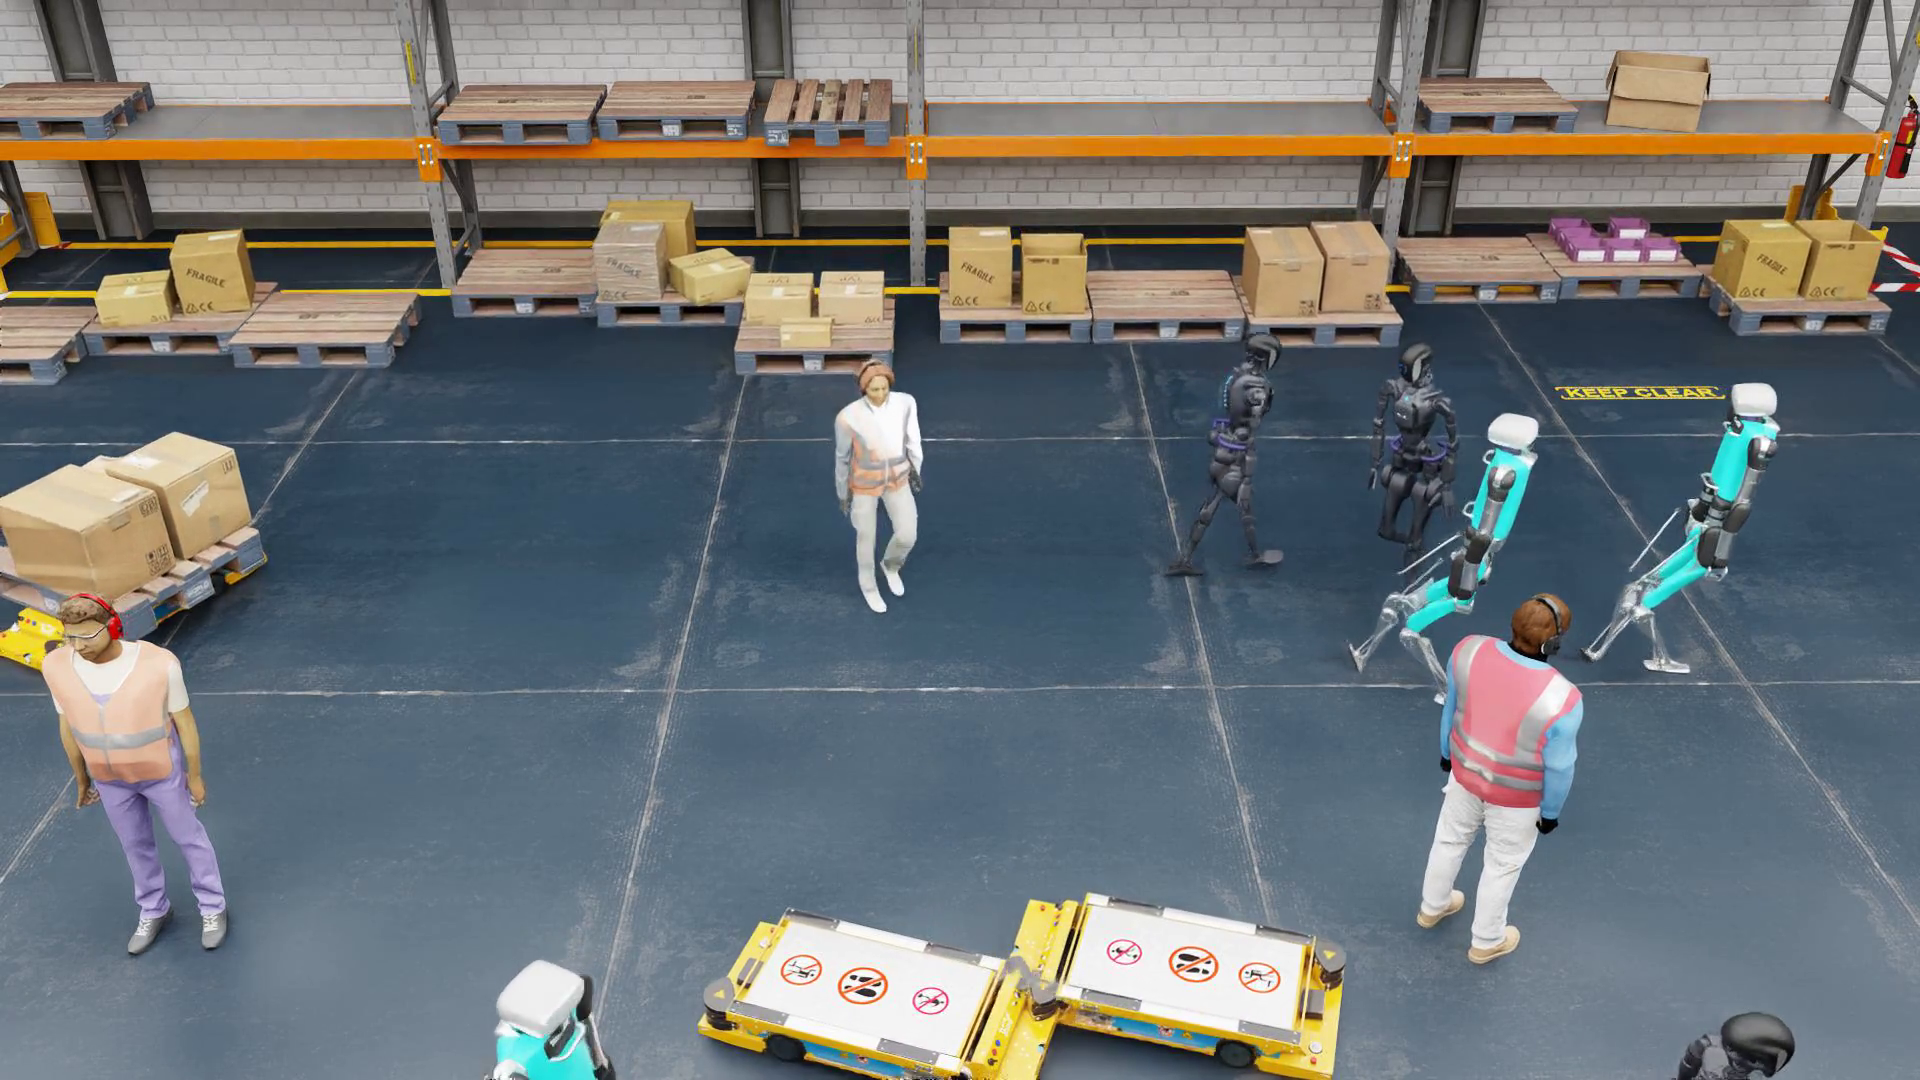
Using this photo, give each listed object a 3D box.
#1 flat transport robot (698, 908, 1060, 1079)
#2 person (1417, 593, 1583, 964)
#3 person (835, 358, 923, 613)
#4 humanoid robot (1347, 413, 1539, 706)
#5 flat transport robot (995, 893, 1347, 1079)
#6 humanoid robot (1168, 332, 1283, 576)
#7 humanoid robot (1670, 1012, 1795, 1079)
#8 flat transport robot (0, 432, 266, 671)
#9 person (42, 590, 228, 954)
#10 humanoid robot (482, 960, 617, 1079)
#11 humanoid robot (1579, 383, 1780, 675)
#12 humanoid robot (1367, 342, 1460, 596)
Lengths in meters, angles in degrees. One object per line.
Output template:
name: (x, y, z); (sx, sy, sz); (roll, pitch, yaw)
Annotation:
flat transport robot: (-0.330, 1.993, 7.094); (1.431, 0.231, 0.659); (10, 32, 16)
person: (2.345, 1.024, 7.196); (0.431, 1.835, 0.628); (-23, 38, -33)
person: (-0.462, -0.306, 9.586); (0.555, 1.627, 0.364); (-14, 34, -22)
humanoid robot: (2.477, 0.108, 8.857); (0.916, 1.812, 0.567); (15, 34, 24)
flat transport robot: (0.924, 1.912, 7.228); (1.431, 0.231, 0.659); (8, 32, 13)
humanoid robot: (1.631, -0.500, 9.931); (0.741, 1.617, 0.611); (-2, 31, -4)
humanoid robot: (2.442, 2.163, 5.469); (0.709, 1.638, 0.593); (-2, 31, -3)
flat transport robot: (-4.920, 0.321, 9.877); (0.659, 0.231, 1.431); (15, 34, 23)
person: (-3.553, 0.999, 7.217); (0.563, 1.846, 0.391); (-2, 31, -3)
humanoid robot: (-1.045, 2.154, 5.438); (0.792, 1.814, 0.531); (9, 32, 14)
humanoid robot: (3.834, 0.005, 9.057); (0.835, 1.863, 0.547); (4, 31, 7)
humanoid robot: (2.703, -0.409, 9.736); (0.544, 1.639, 0.619); (-25, 39, -35)
